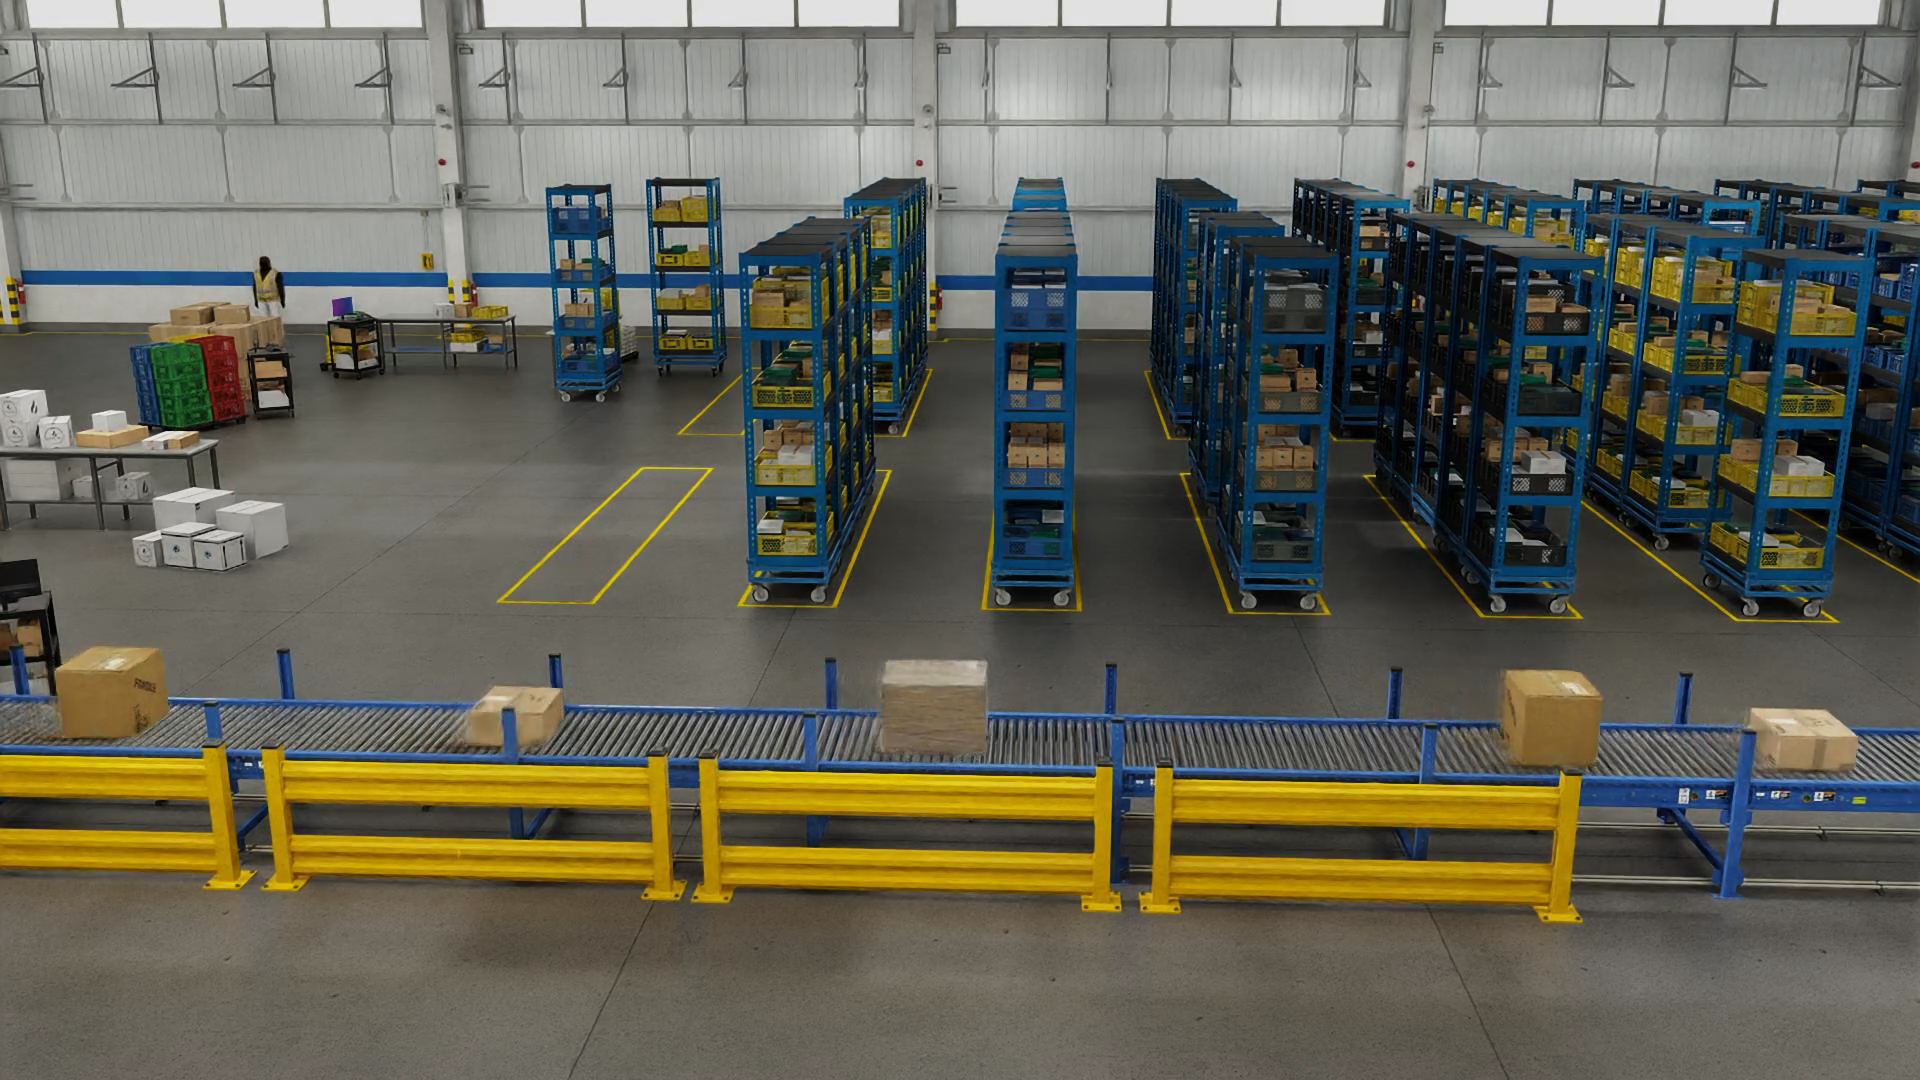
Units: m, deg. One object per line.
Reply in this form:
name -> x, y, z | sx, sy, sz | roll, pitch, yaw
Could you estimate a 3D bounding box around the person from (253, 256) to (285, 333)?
person -> -14.362, -4.984, 34.582 | 0.635, 1.830, 0.430 | 2, 15, 6
